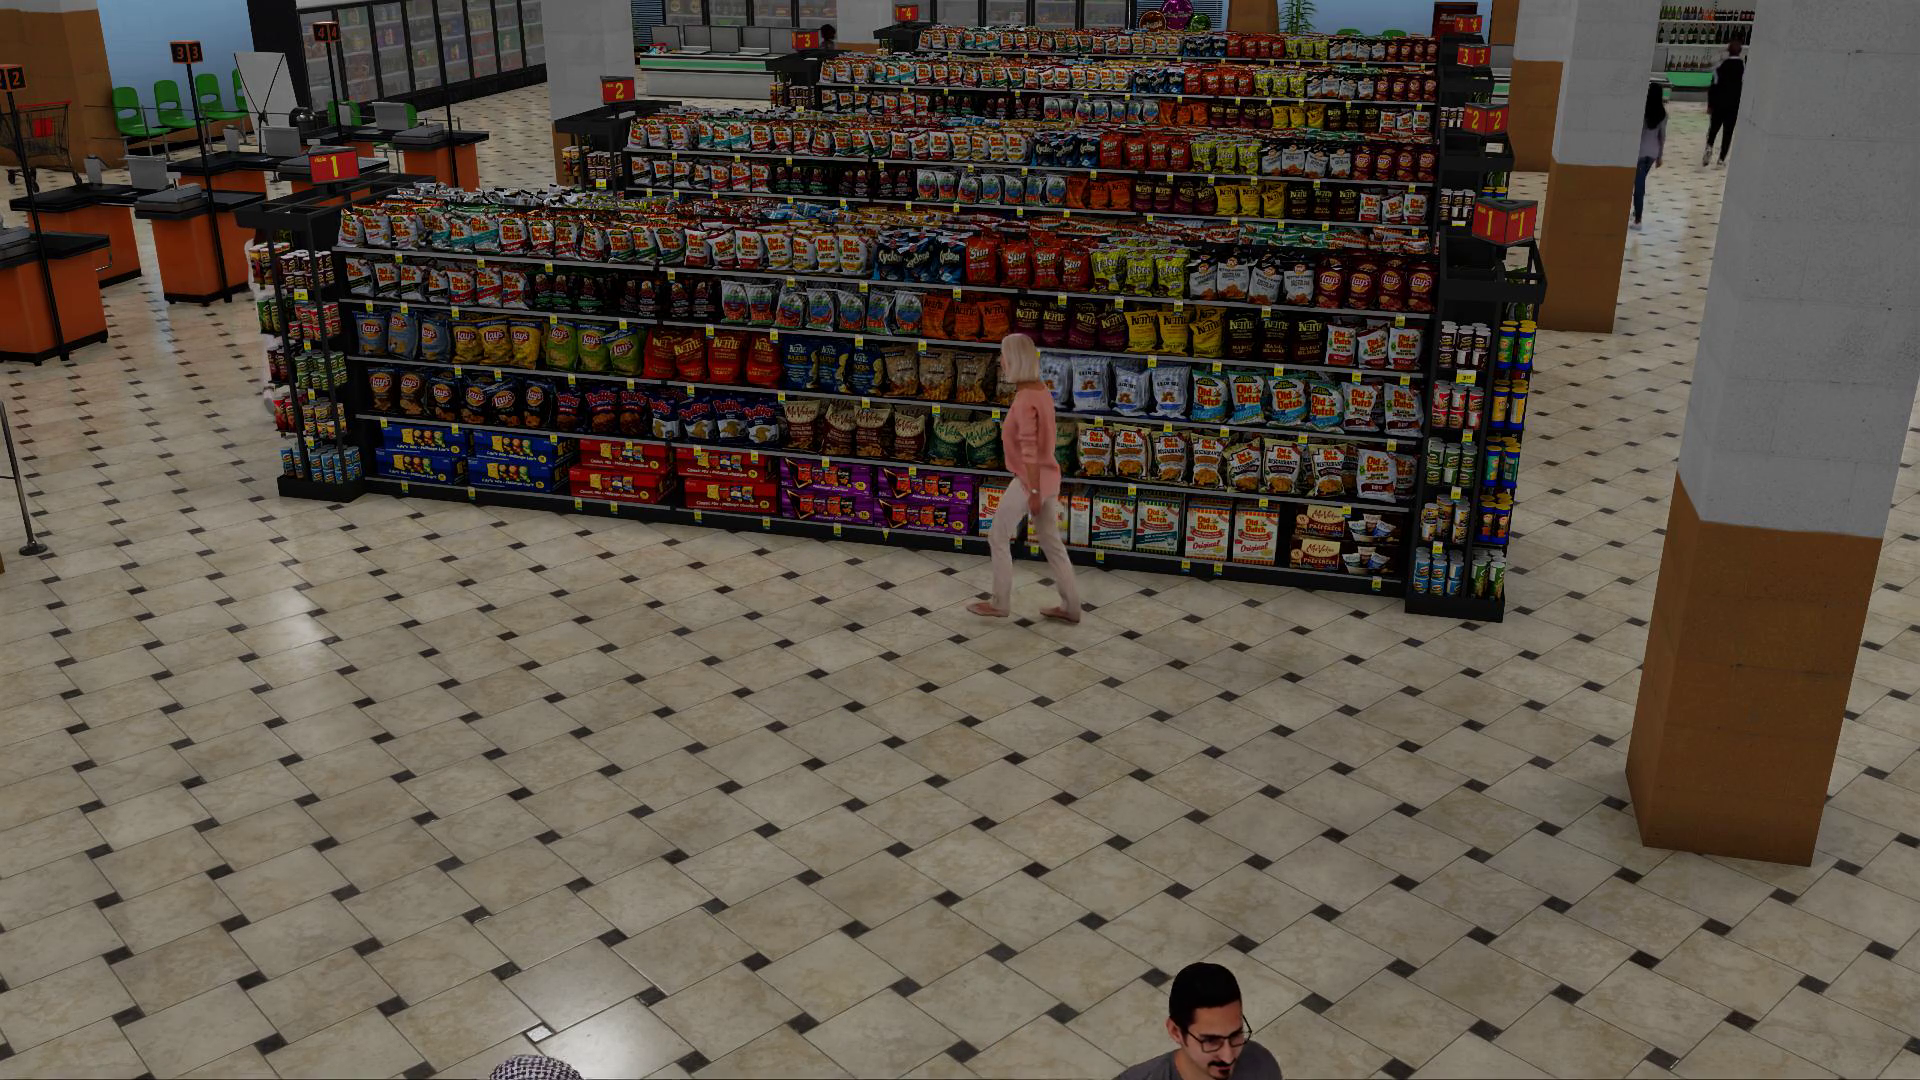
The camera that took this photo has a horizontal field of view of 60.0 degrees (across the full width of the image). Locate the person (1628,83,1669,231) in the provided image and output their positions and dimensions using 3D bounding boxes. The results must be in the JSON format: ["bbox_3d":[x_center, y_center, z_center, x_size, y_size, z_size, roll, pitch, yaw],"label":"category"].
[{"bbox_3d":[8.265,-4.585,19.968,0.774,1.723,0.838,-5,22,-12],"label":"person"}]

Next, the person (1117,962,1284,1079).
[{"bbox_3d":[0.533,1.754,4.183,0.989,1.730,1.034,-12,25,-26],"label":"person"}]

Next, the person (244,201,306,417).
[{"bbox_3d":[-5.407,-1.812,13.138,1.034,1.669,0.872,-1,22,-3],"label":"person"}]

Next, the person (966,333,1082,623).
[{"bbox_3d":[0.472,-0.305,9.358,0.858,1.691,0.589,6,23,14],"label":"person"}]

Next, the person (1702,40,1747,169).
[{"bbox_3d":[11.108,-6.309,24.139,0.871,1.812,0.876,14,26,31],"label":"person"}]

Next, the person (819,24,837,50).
[{"bbox_3d":[-2.215,-7.774,27.918,0.632,1.713,0.626,11,24,26],"label":"person"}]
